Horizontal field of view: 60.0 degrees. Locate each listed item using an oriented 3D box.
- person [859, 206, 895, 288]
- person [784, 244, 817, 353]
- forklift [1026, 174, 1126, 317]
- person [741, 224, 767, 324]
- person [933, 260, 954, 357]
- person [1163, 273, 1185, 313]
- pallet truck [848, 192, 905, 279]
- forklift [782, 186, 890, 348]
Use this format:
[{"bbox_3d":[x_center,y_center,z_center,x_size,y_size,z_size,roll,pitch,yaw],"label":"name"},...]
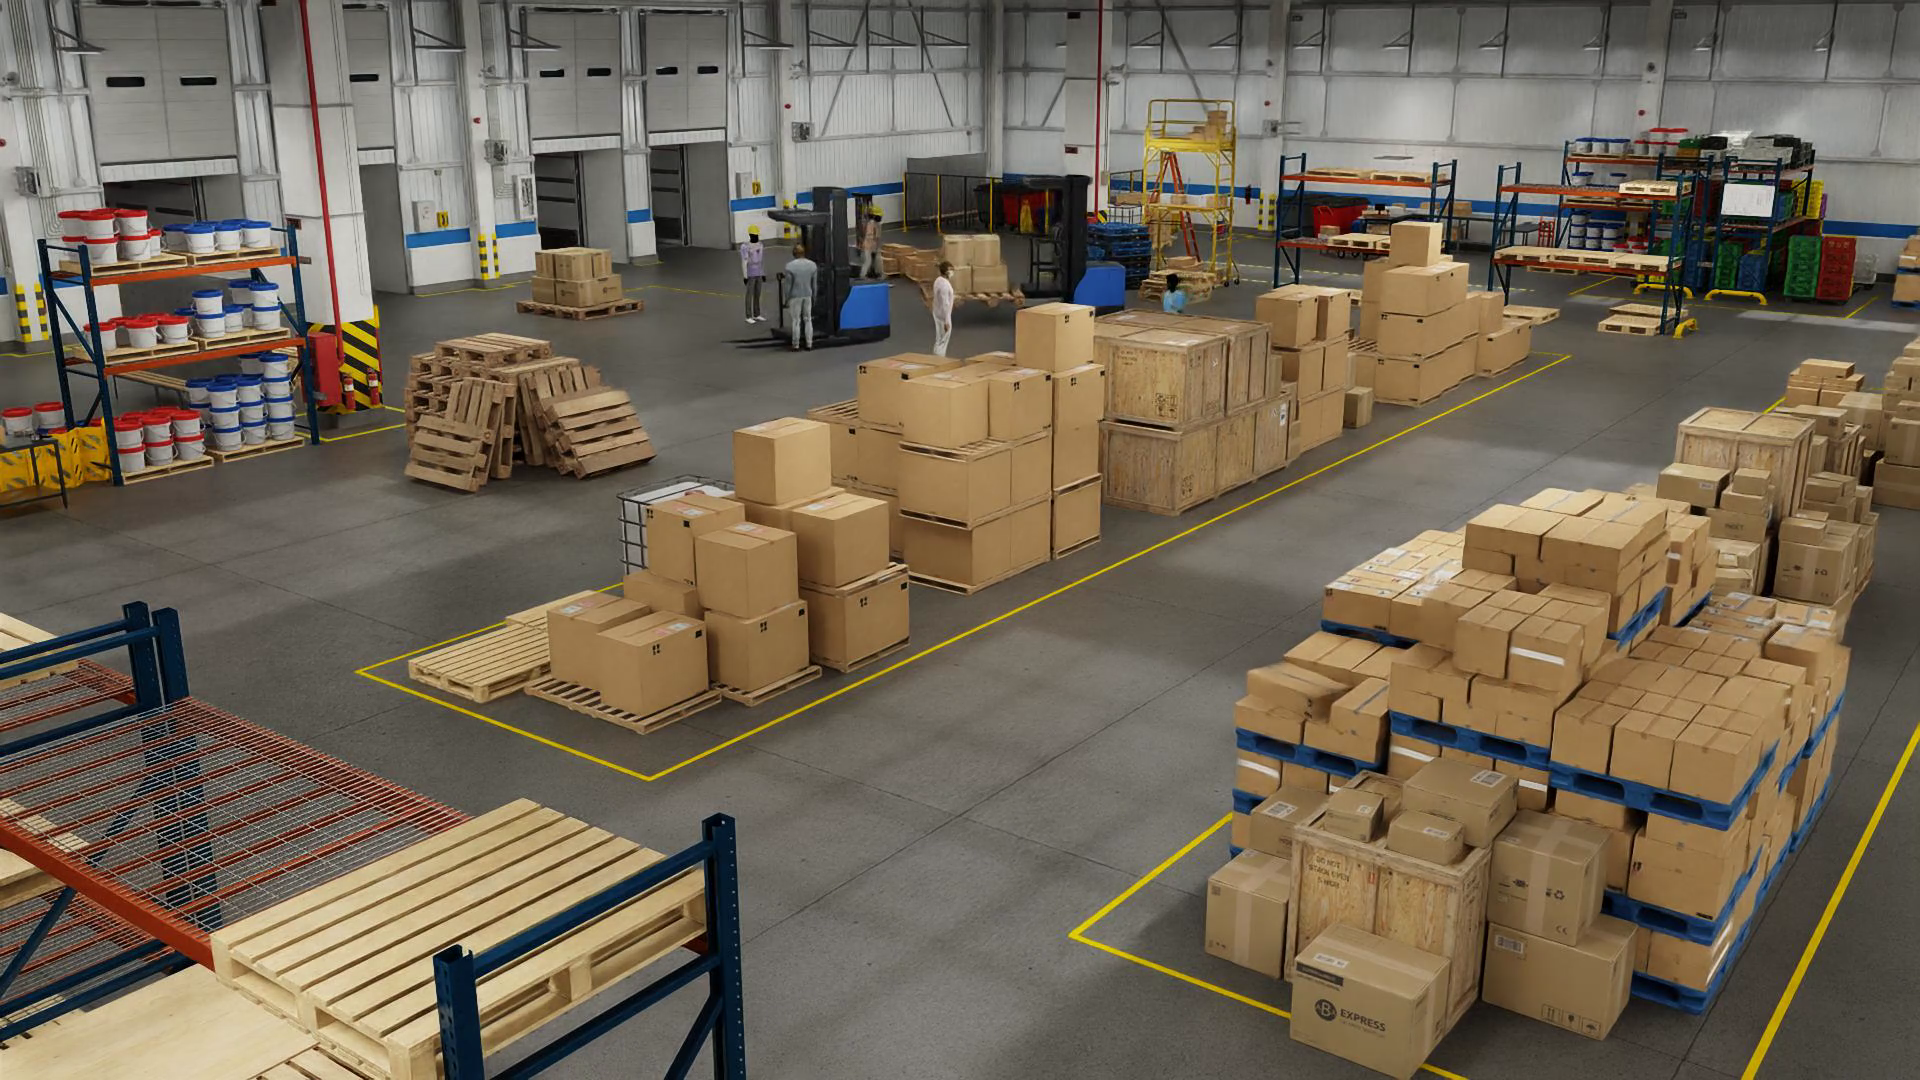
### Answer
[{"bbox_3d":[-1.885,-6.498,37.013,0.983,1.862,0.624,7,18,23],"label":"person"},{"bbox_3d":[-2.841,-4.309,29.671,0.634,1.930,0.384,-9,19,-28],"label":"person"},{"bbox_3d":[2.327,-5.821,33.050,1.873,2.768,1.129,-1,17,-5],"label":"forklift"},{"bbox_3d":[-4.044,-5.247,32.773,0.377,1.925,0.594,11,20,33],"label":"person"},{"bbox_3d":[-0.271,-3.637,27.424,0.351,1.936,0.634,-2,17,-8],"label":"person"},{"bbox_3d":[3.574,-3.645,27.938,0.864,1.650,0.539,-11,20,-33],"label":"person"},{"bbox_3d":[-1.936,-7.159,38.982,1.885,1.965,0.823,-12,21,-34],"label":"pallet truck"},{"bbox_3d":[-2.326,-5.038,30.458,1.873,2.768,1.129,-9,19,-28],"label":"forklift"}]
